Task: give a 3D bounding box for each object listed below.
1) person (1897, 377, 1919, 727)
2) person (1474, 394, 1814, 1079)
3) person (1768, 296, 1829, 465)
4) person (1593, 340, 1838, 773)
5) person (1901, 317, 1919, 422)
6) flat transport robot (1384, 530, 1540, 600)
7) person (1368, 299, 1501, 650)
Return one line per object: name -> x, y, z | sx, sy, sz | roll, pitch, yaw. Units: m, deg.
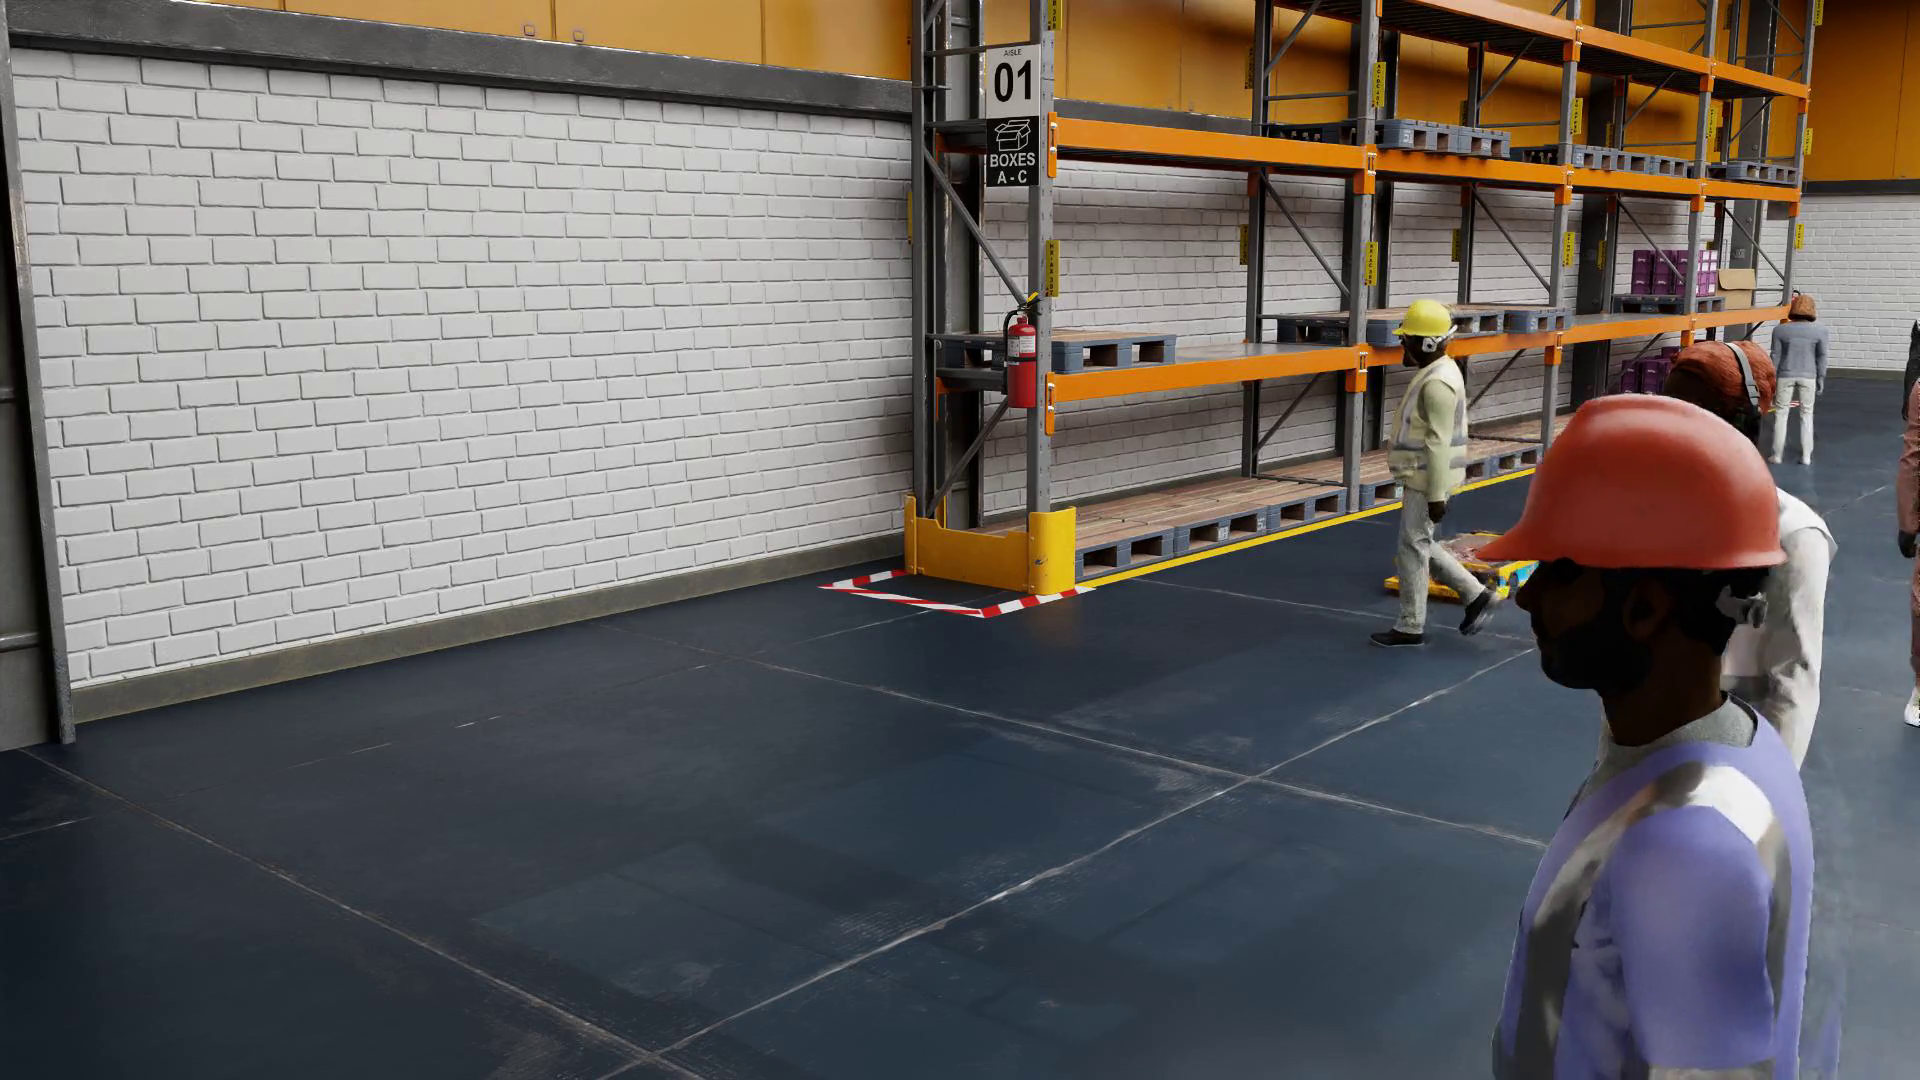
person -> 4.240, -0.066, 6.897 | 0.645, 1.893, 0.422 | 6, 12, 31
person -> 0.747, 0.797, 1.876 | 0.441, 1.922, 0.553 | 6, 11, 29
person -> 8.066, -1.535, 16.022 | 0.504, 1.613, 0.345 | 5, 11, 25
person -> 1.583, 0.512, 3.620 | 0.355, 1.882, 0.576 | -3, 10, -15
person -> 7.435, -1.061, 12.517 | 0.607, 1.895, 0.594 | 6, 12, 32
flat transport robot -> 3.239, 0.144, 10.293 | 0.652, 0.197, 1.431 | 8, 13, 38
person -> 2.455, -0.320, 8.531 | 0.562, 1.817, 0.600 | 3, 10, 16
